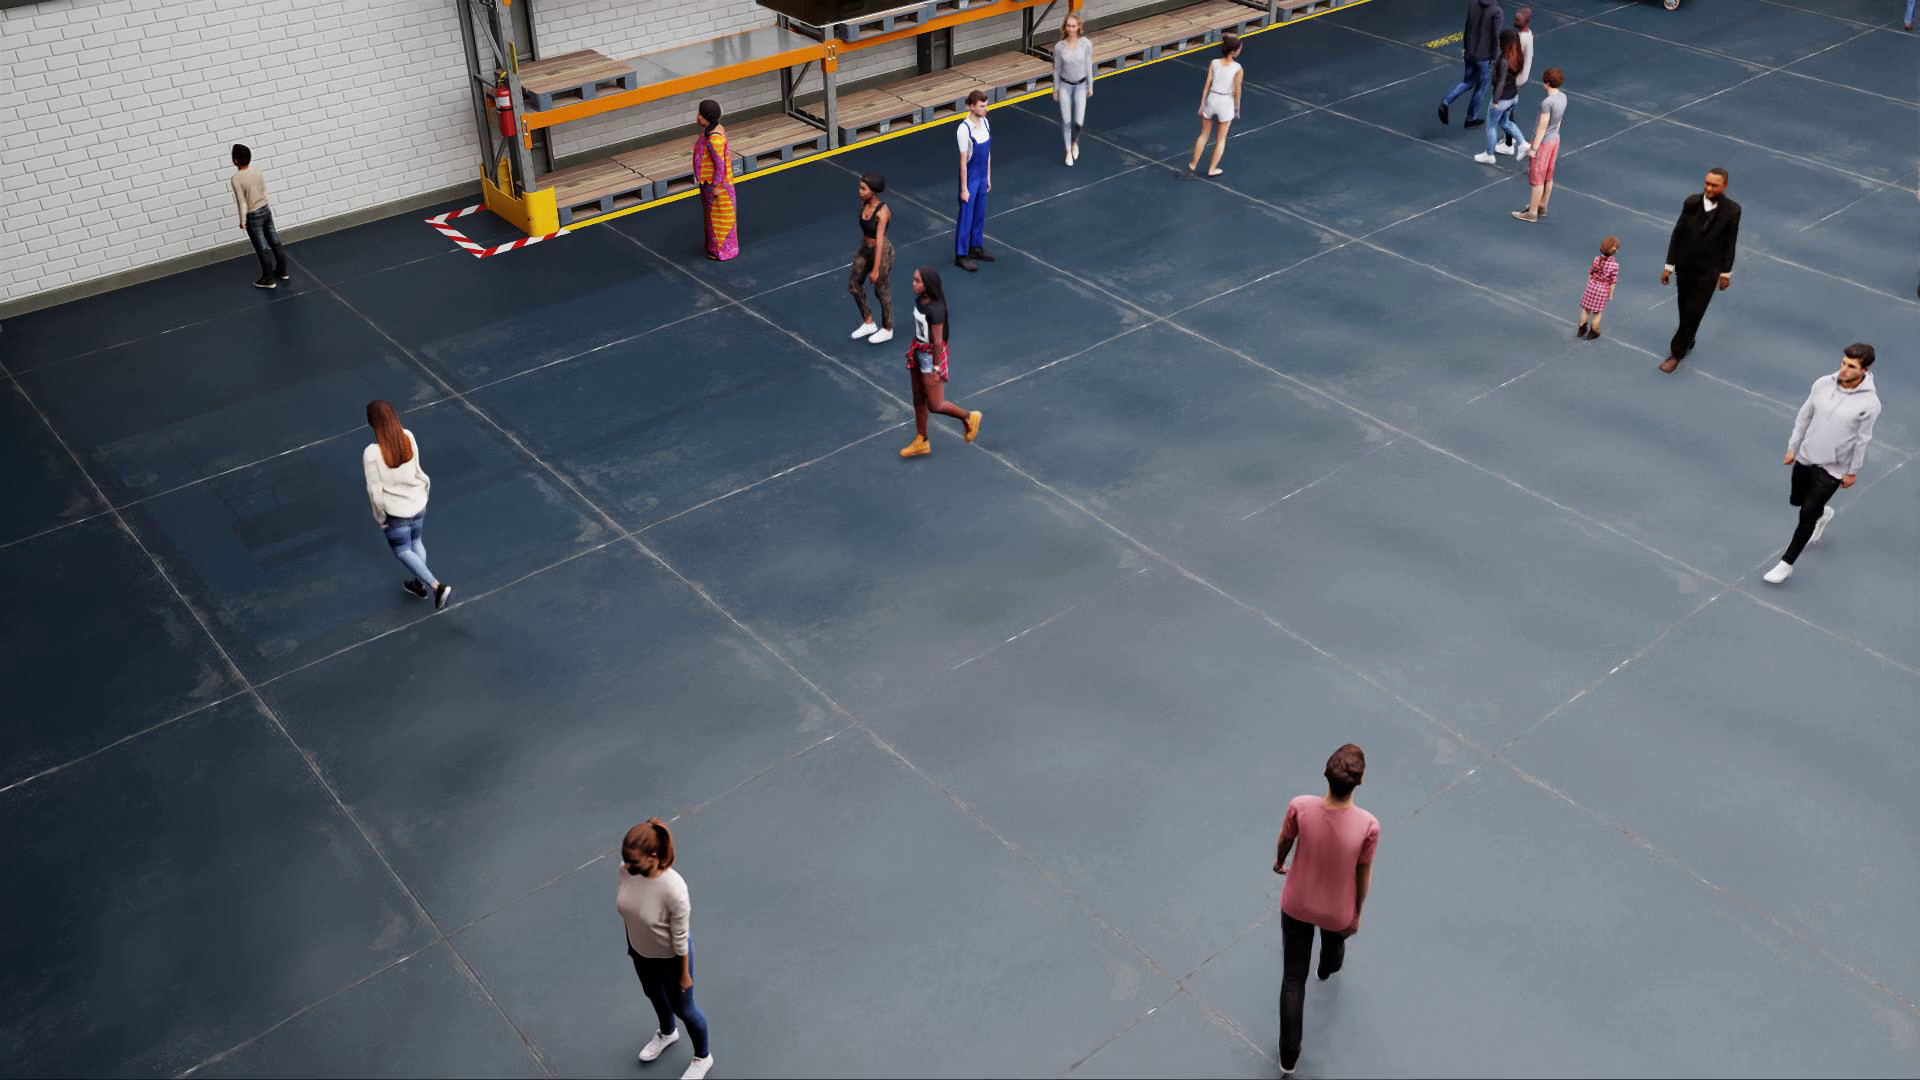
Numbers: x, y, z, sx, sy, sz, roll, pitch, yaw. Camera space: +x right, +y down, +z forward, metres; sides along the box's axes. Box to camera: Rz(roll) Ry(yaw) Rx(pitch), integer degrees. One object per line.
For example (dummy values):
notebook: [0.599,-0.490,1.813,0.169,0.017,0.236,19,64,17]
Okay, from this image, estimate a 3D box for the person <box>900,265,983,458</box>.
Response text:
person: [-0.169,-1.460,13.705,1.004,1.710,0.757,-14,36,-20]

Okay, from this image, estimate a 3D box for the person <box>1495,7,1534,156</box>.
person: [6.597,-5.355,19.527,0.806,1.752,0.677,18,38,25]

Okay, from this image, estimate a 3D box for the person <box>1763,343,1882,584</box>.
person: [6.416,-0.613,12.253,1.162,1.907,0.736,-22,39,-29]

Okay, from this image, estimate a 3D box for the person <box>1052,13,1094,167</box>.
person: [1.311,-5.271,19.370,0.769,1.786,0.832,3,34,4]

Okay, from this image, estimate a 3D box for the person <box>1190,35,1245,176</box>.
person: [2.942,-4.964,19.065,0.757,1.614,0.715,9,35,14]

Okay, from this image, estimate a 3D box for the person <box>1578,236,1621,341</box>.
person: [6.040,-2.388,15.723,0.448,1.021,0.473,25,41,32]

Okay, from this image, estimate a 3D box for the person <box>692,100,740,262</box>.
person: [-2.543,-3.743,17.164,0.790,1.683,0.759,-8,34,-11]

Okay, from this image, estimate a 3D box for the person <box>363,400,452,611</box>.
person: [-3.917,-0.206,11.848,0.803,1.677,0.907,24,40,31]

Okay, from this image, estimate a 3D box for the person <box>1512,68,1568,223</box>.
person: [6.336,-4.279,18.001,0.456,1.649,0.657,-27,42,-34]

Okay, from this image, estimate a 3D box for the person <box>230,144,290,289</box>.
person: [-7.023,-3.246,16.614,0.682,1.465,0.578,13,36,19]

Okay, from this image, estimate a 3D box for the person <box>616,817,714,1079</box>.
person: [-1.498,2.065,8.395,0.643,1.719,0.586,23,40,31]

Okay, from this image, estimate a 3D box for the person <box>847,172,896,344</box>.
person: [-0.703,-2.625,15.481,0.630,1.685,0.583,-22,39,-29]

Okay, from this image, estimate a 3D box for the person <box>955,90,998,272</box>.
person: [0.138,-3.685,16.929,0.730,1.848,0.568,22,39,29]

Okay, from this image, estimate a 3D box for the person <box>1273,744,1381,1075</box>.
person: [1.795,1.925,8.433,1.086,1.909,1.256,8,34,12]

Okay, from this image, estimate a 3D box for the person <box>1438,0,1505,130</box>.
person: [6.240,-5.872,20.205,1.009,1.863,0.765,-20,38,-27]

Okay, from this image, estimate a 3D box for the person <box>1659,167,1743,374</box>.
person: [6.756,-2.498,15.129,0.749,1.862,1.159,28,43,35]

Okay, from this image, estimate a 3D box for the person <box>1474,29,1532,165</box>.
person: [6.361,-5.091,19.256,0.855,1.613,0.797,-27,42,-34]
